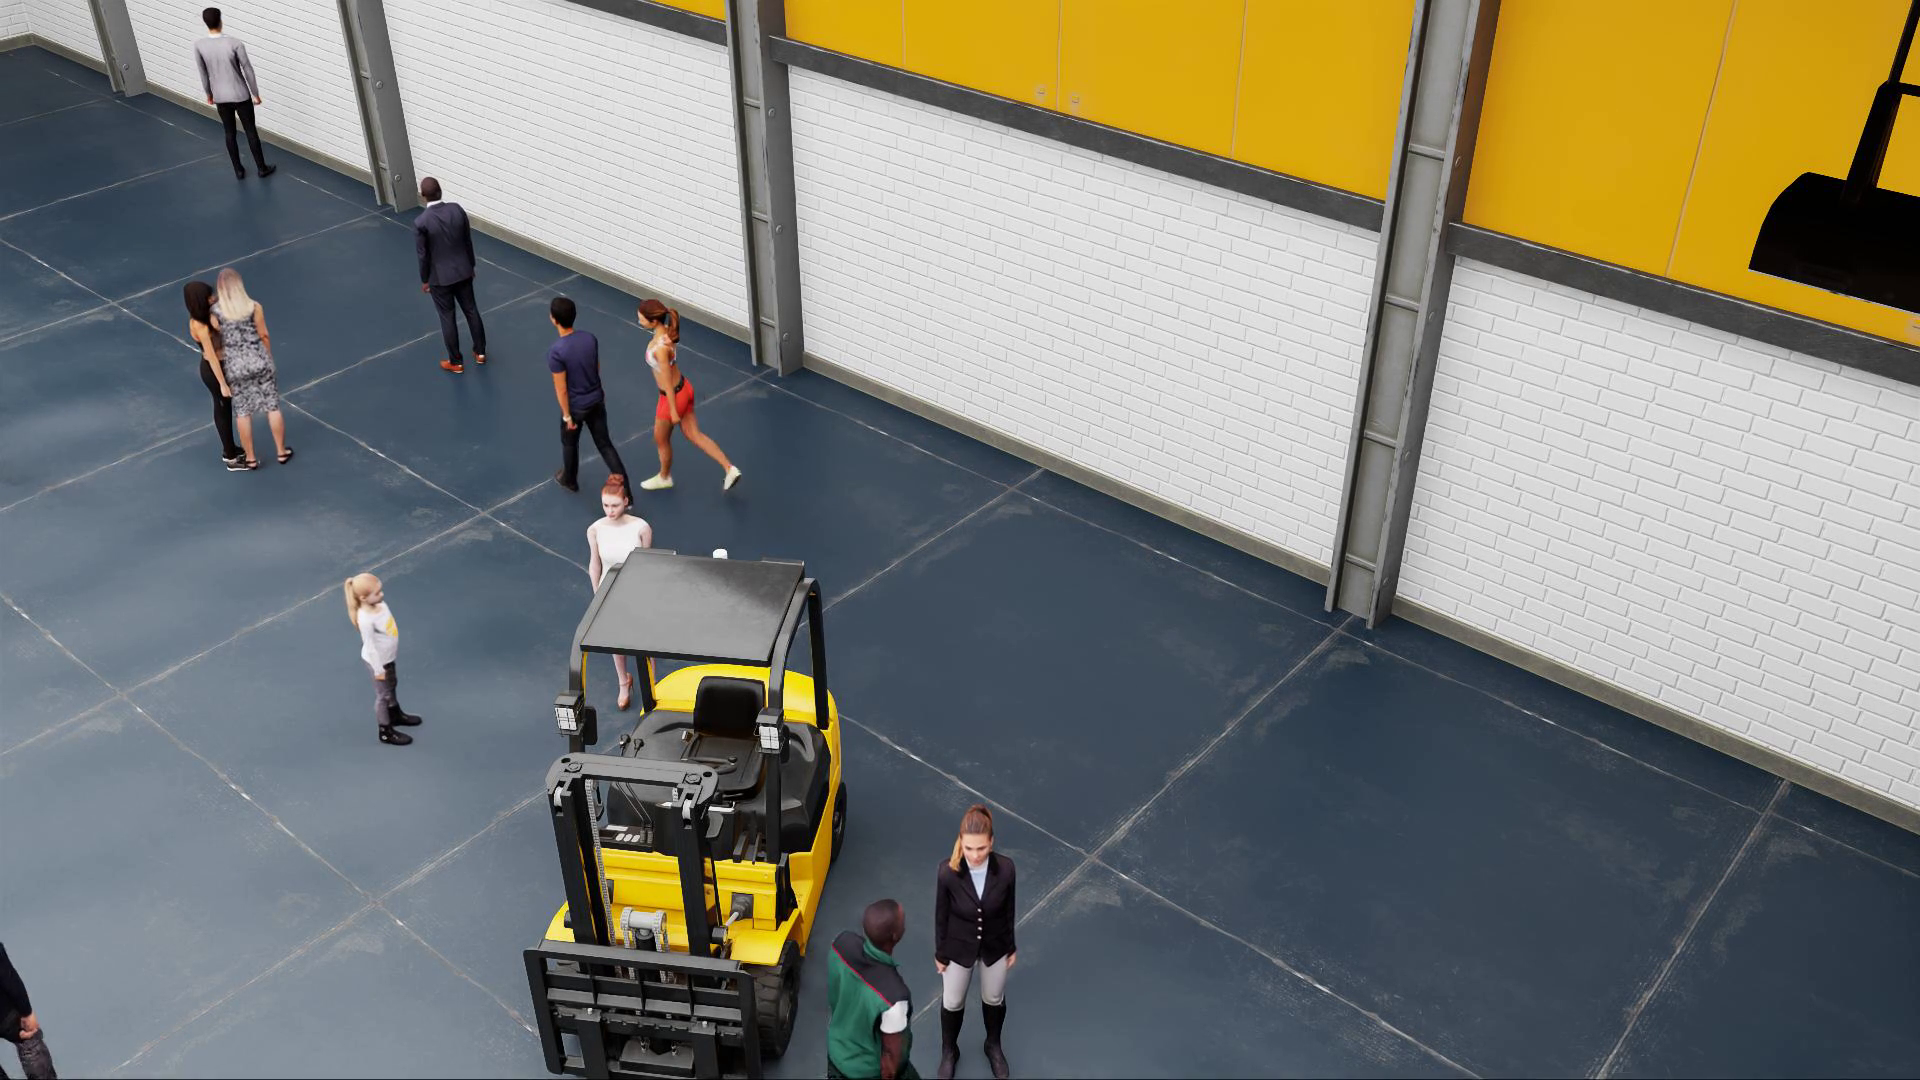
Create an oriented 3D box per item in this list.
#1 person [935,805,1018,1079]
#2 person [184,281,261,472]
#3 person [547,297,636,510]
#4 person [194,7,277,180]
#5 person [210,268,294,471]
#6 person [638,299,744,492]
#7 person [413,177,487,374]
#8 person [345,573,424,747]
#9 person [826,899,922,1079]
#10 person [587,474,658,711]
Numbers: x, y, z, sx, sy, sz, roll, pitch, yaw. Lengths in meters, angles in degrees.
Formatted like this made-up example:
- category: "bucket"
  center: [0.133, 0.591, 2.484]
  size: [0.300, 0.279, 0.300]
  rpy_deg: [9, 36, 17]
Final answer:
- category: "person"
  center: [0.081, 2.045, 8.309]
  size: [0.664, 1.729, 0.721]
  rpy_deg: [-4, 34, -5]
- category: "person"
  center: [-6.036, -1.343, 13.485]
  size: [0.693, 1.642, 0.557]
  rpy_deg: [-16, 37, -22]
- category: "person"
  center: [-2.862, -1.011, 12.884]
  size: [1.144, 1.755, 0.696]
  rpy_deg: [28, 43, 35]
- category: "person"
  center: [-8.239, -5.038, 18.792]
  size: [0.820, 1.921, 0.880]
  rpy_deg: [-3, 34, -4]
- category: "person"
  center: [-5.775, -1.369, 13.486]
  size: [0.715, 1.684, 0.731]
  rpy_deg: [-13, 36, -19]
- category: "person"
  center: [-2.152, -1.083, 13.001]
  size: [1.175, 1.744, 1.049]
  rpy_deg: [4, 34, 6]
- category: "person"
  center: [-4.560, -2.374, 14.870]
  size: [0.727, 1.825, 0.659]
  rpy_deg: [-25, 41, -33]
- category: "person"
  center: [-3.730, 0.744, 10.675]
  size: [0.618, 1.276, 0.564]
  rpy_deg: [-1, 34, -1]
- category: "person"
  center: [-0.487, 2.437, 7.673]
  size: [1.196, 1.780, 0.876]
  rpy_deg: [29, 43, 36]
- category: "person"
  center: [-2.152, 0.363, 10.782]
  size: [0.632, 1.793, 0.700]
  rpy_deg: [-2, 34, -3]
